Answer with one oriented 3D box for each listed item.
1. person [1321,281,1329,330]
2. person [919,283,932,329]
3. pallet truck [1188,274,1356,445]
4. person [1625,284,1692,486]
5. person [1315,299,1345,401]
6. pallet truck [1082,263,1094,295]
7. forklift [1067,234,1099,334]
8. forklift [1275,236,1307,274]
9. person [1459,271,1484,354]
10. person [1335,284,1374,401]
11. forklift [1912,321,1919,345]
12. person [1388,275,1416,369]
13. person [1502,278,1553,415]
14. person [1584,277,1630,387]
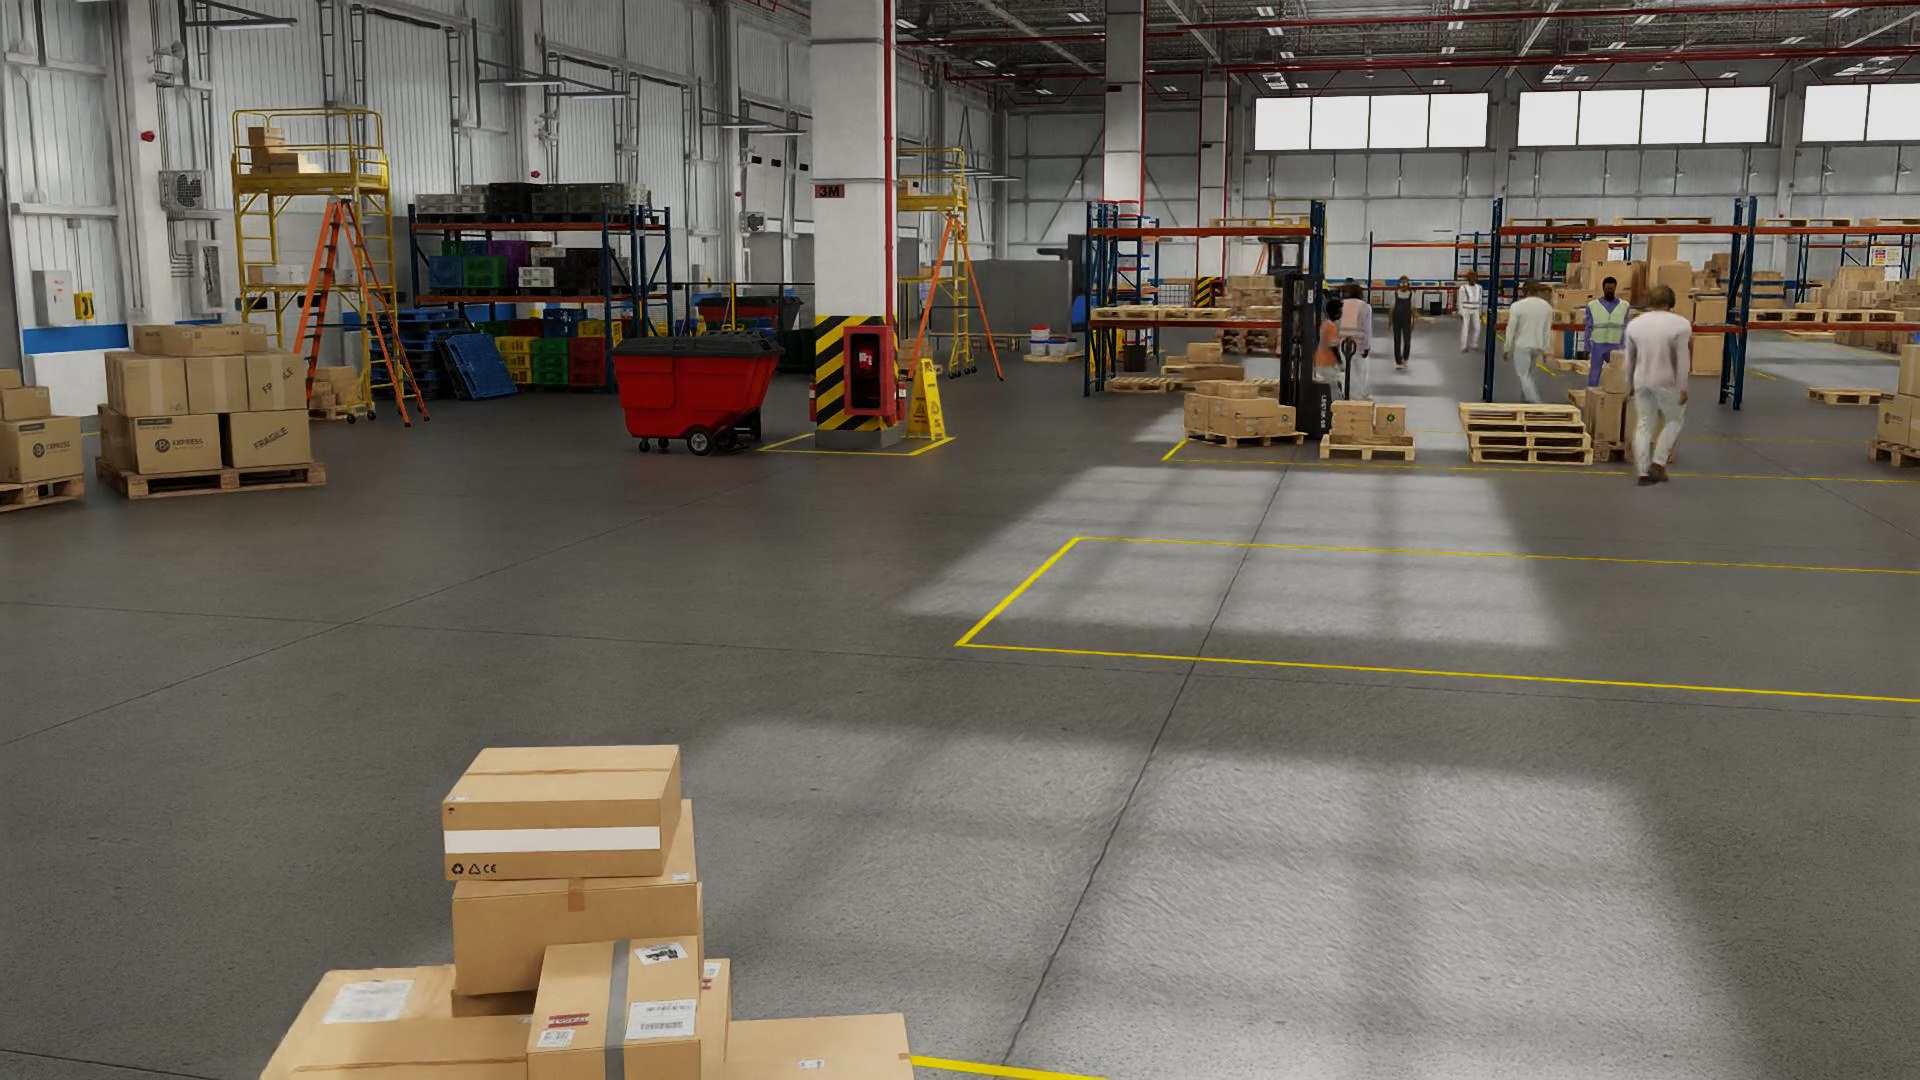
[{"bbox_3d":[6.937,-4.125,32.061,0.487,1.737,0.323,-8,13,-40],"label":"person"},{"bbox_3d":[-0.986,-7.363,50.559,0.544,1.929,0.390,-4,11,-23],"label":"person"},{"bbox_3d":[3.653,-2.138,19.590,1.885,1.965,0.823,-4,10,-20],"label":"pallet truck"},{"bbox_3d":[6.648,-1.469,15.858,0.449,1.922,0.666,-8,13,-41],"label":"person"},{"bbox_3d":[4.794,-2.249,21.294,0.827,1.642,0.543,2,10,12],"label":"person"},{"bbox_3d":[4.325,-8.180,55.162,0.823,1.965,1.885,6,11,31],"label":"pallet truck"},{"bbox_3d":[3.295,-7.323,47.520,1.873,2.768,1.129,2,10,14],"label":"forklift"},{"bbox_3d":[10.043,-7.868,50.731,1.129,2.768,1.873,8,13,40],"label":"forklift"},{"bbox_3d":[11.586,-5.121,37.568,0.608,1.853,0.803,-2,10,-12],"label":"person"},{"bbox_3d":[5.798,-2.852,24.423,0.612,1.790,0.921,6,11,32],"label":"person"},{"bbox_3d":[17.213,-3.995,27.924,1.873,2.768,1.129,2,10,14],"label":"forklift"},{"bbox_3d":[8.604,-4.231,32.411,0.517,1.830,0.426,2,10,14],"label":"person"},{"bbox_3d":[7.724,-2.580,22.482,0.636,1.916,0.878,-3,10,-18],"label":"person"},{"bbox_3d":[9.059,-2.729,23.342,0.585,1.911,0.391,1,10,7],"label":"person"}]
